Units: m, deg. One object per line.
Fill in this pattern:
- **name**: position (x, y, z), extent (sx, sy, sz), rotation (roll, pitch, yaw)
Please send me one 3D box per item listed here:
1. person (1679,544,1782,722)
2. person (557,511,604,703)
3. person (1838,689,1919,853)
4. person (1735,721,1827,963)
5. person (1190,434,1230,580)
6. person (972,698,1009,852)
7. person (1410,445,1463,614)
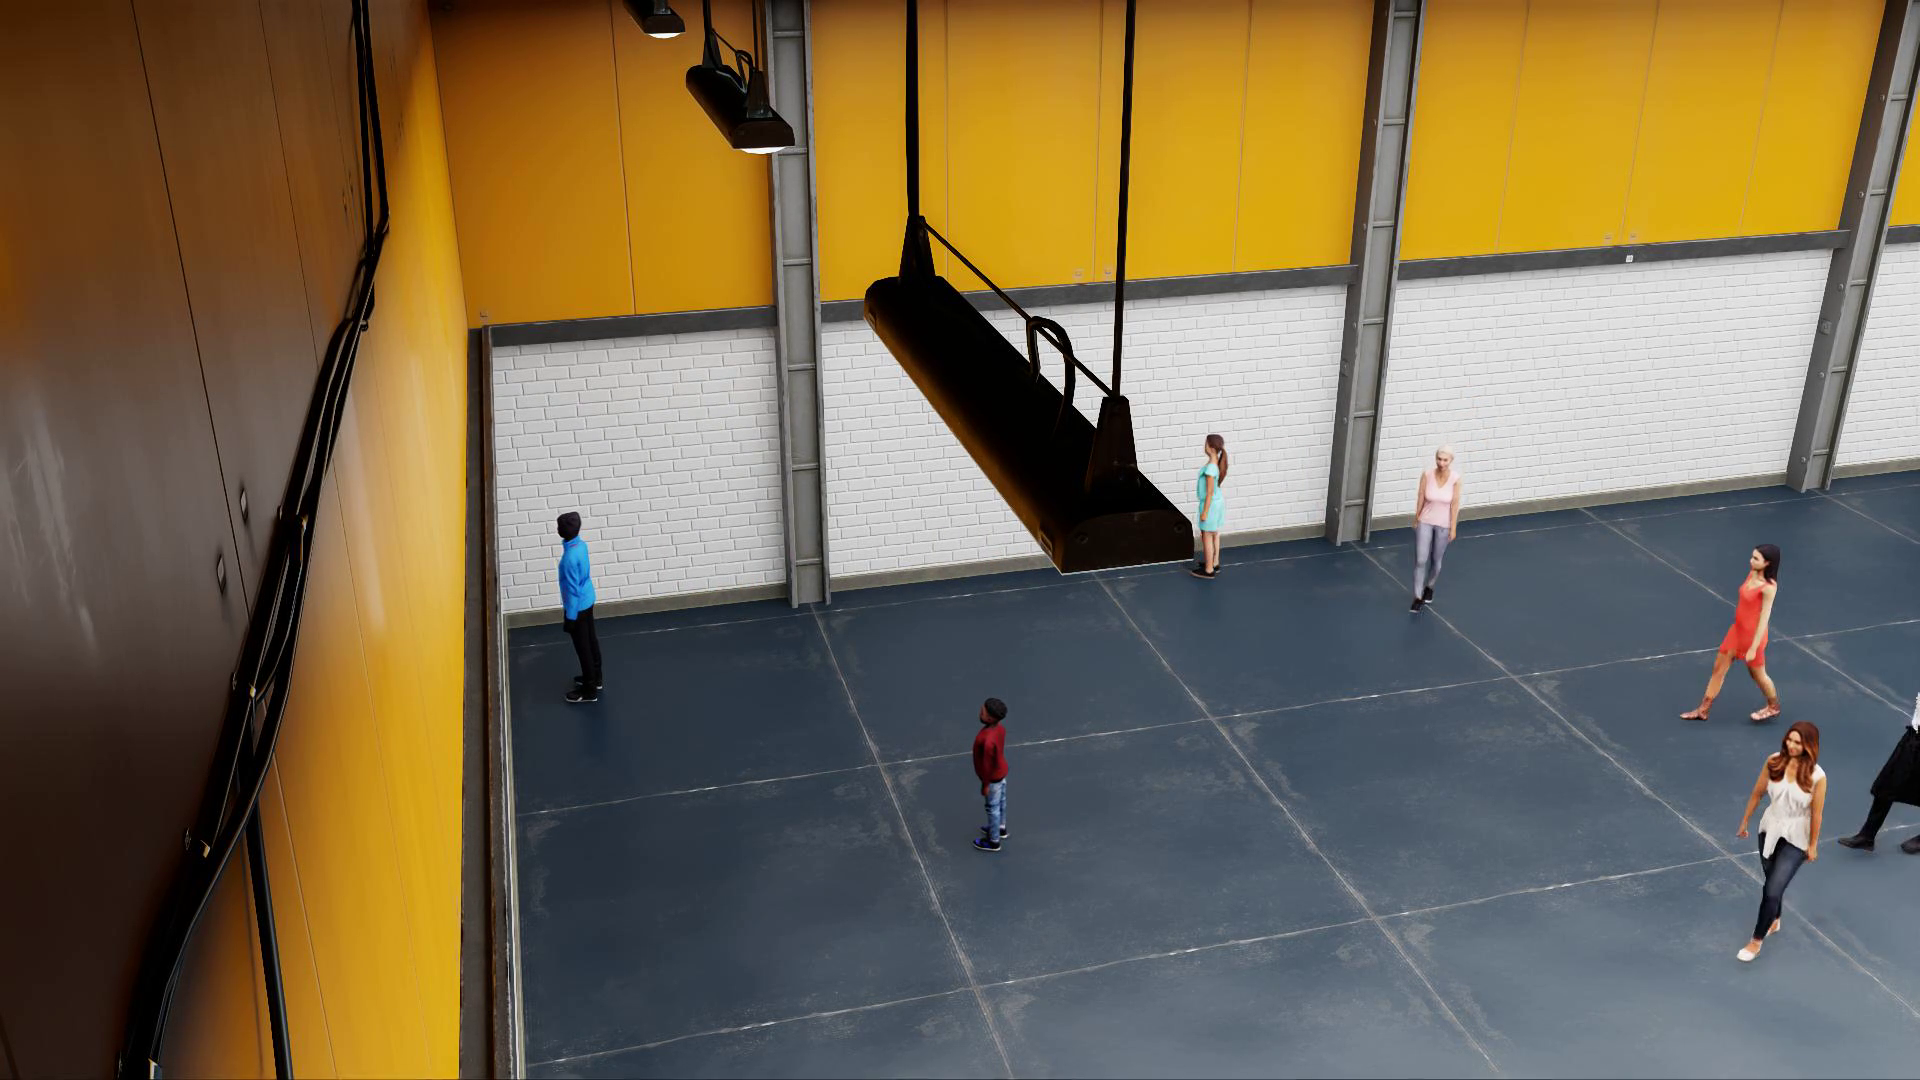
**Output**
- **person**: position (6.841, 0.848, 14.251), extent (1.150, 1.676, 0.734), rotation (-2, 24, -4)
- **person**: position (-3.358, 0.579, 14.721), extent (0.638, 1.792, 0.671), rotation (1, 24, 2)
- **person**: position (7.341, 1.565, 12.443), extent (1.049, 1.810, 0.694), rotation (-7, 25, -15)
- **person**: position (5.730, 2.021, 11.458), extent (0.953, 1.763, 0.783), rotation (-15, 28, -30)
- **person**: position (2.591, -0.358, 17.157), extent (0.694, 1.558, 0.639), rotation (12, 26, 25)
- **person**: position (0.260, 1.769, 12.669), extent (0.608, 1.254, 0.573), rotation (6, 24, 14)
- **person**: position (4.736, -0.172, 16.548), extent (0.934, 1.704, 0.919), rotation (8, 25, 17)
